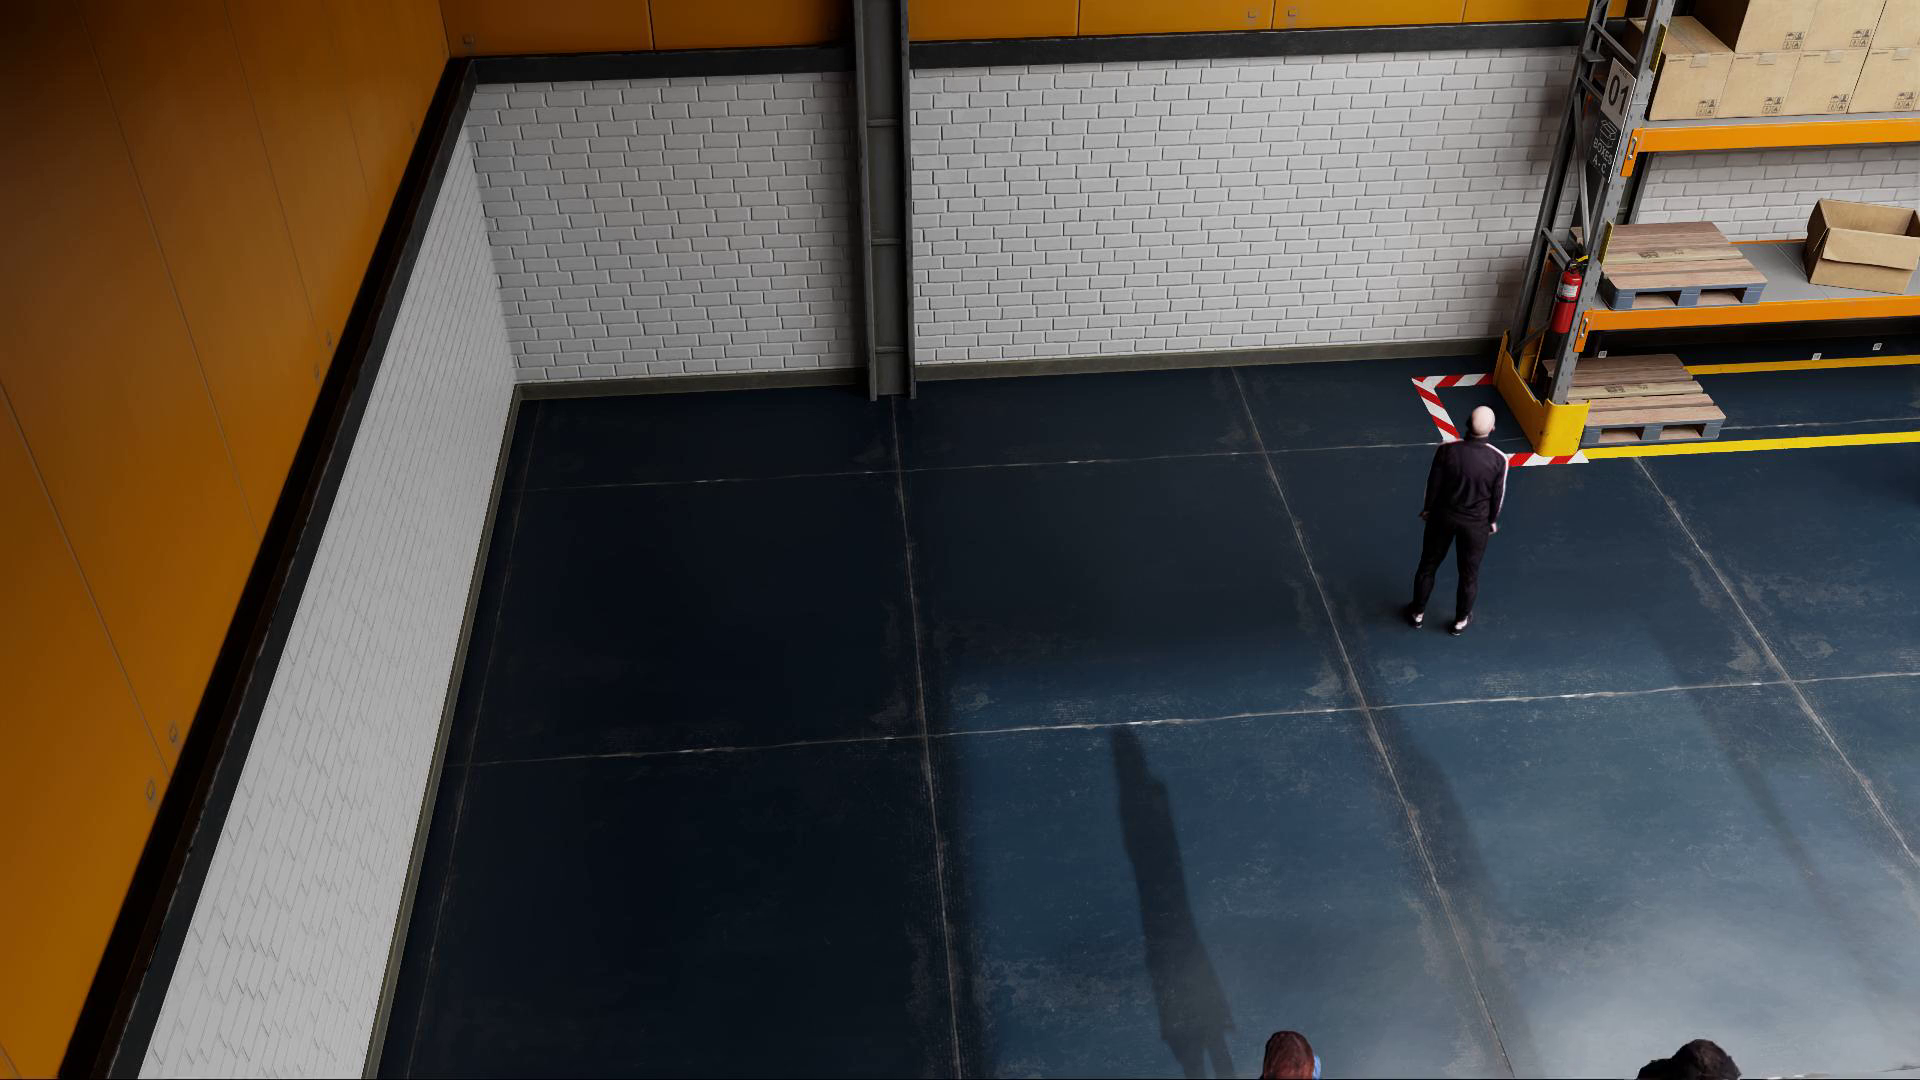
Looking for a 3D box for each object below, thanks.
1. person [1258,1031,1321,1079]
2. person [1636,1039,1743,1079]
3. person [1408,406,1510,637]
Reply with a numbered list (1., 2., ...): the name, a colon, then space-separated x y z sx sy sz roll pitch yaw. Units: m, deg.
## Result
1. person: 1.419 2.850 7.705 0.792 1.806 0.747 25 45 28
2. person: 3.239 2.812 7.932 0.986 1.582 0.812 -10 40 -12
3. person: 3.417 -0.122 11.403 0.685 1.836 0.821 14 41 17
